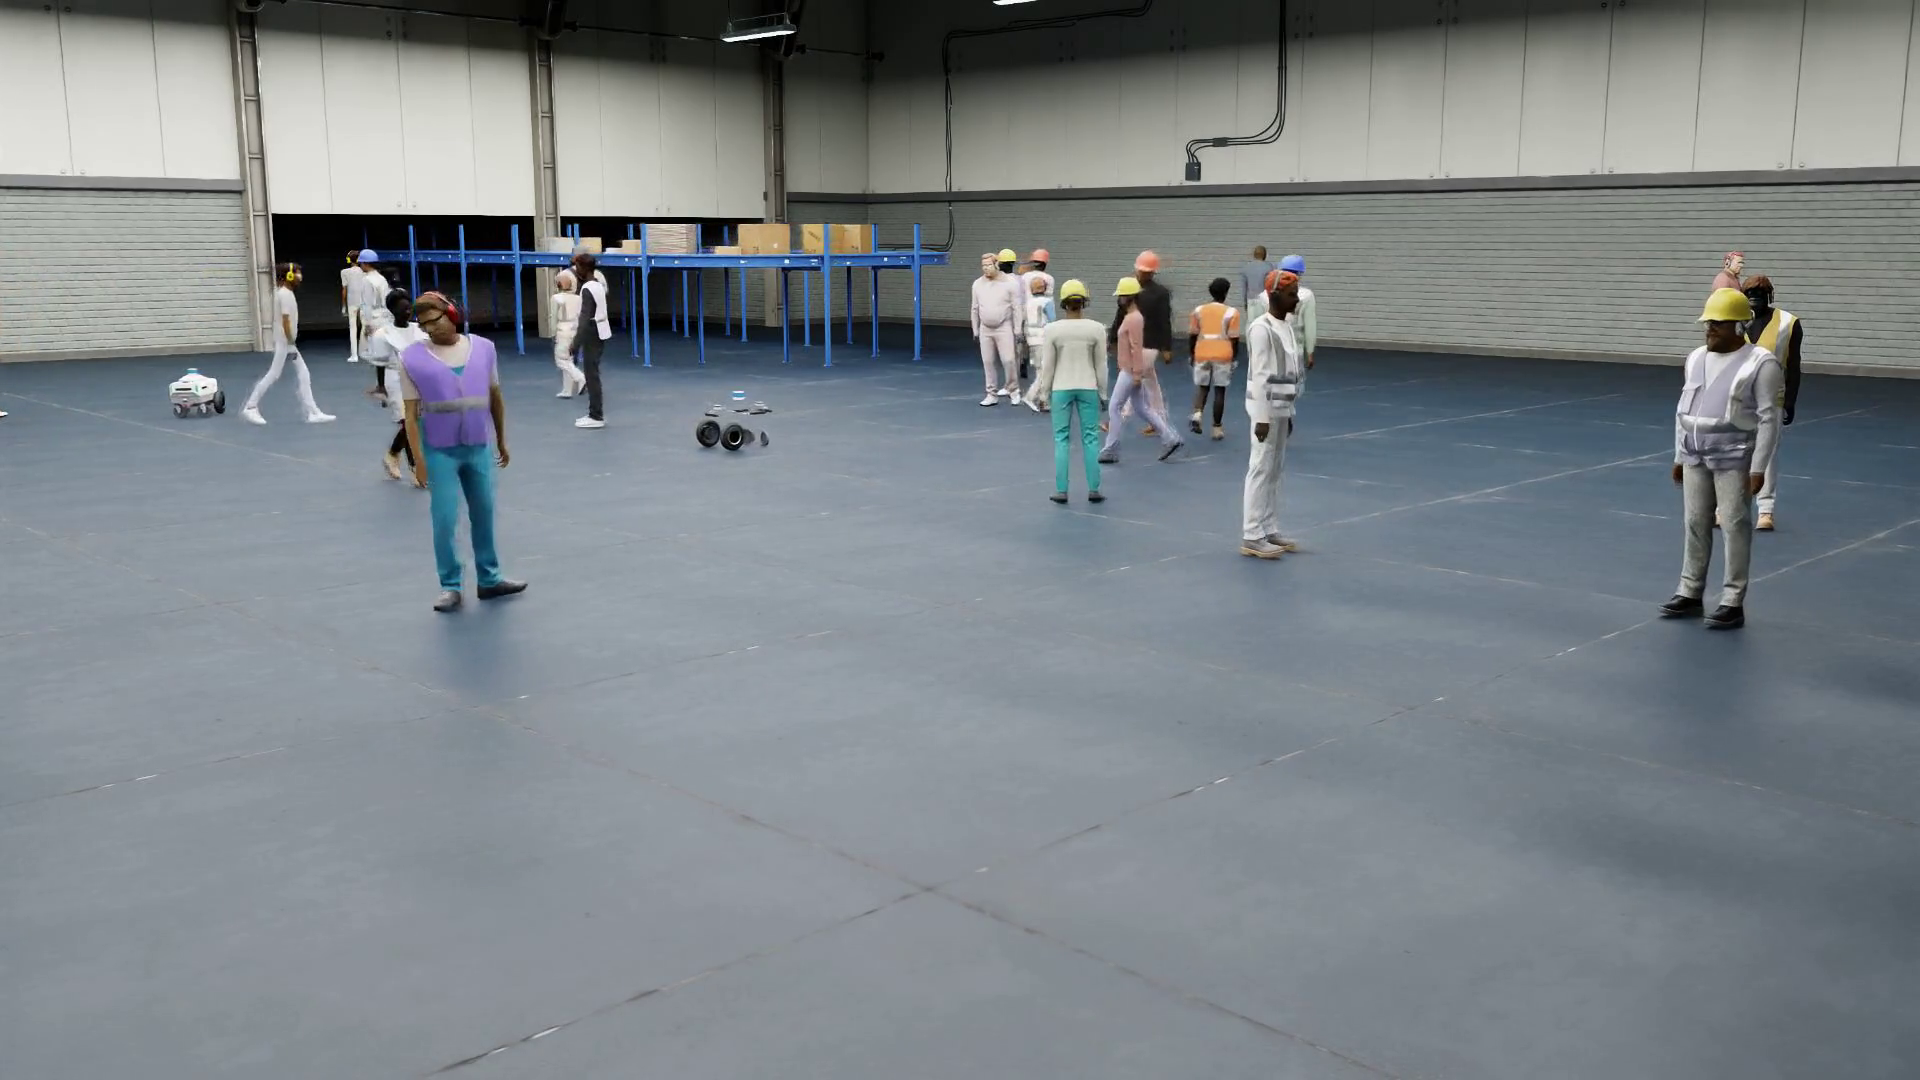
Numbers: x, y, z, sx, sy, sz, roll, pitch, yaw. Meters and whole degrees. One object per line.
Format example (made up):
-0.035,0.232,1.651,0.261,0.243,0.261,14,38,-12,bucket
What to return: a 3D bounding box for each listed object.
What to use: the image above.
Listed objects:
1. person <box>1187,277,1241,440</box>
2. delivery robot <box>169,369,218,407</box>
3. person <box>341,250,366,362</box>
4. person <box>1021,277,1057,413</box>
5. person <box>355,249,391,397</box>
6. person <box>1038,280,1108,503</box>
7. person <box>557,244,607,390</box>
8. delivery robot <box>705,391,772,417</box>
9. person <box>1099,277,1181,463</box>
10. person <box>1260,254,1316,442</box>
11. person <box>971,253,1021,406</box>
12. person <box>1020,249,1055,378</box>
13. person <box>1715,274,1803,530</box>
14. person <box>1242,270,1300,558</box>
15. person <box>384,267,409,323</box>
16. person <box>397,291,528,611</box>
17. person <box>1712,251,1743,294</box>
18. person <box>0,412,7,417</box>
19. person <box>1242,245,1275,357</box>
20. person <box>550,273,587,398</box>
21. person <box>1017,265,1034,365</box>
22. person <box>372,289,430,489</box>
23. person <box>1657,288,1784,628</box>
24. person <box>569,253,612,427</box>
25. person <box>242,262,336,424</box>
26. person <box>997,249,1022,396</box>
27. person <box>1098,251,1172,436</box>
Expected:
2.625,-1.879,17.252,0.576,1.674,0.435,5,12,26,person
-9.061,-1.783,19.666,0.477,0.478,0.707,-1,11,-6,delivery robot
-10.142,-3.931,27.970,0.515,1.862,0.313,-8,13,-38,person
0.956,-2.328,19.876,0.489,1.611,0.590,-6,12,-32,person
-7.665,-2.841,21.814,0.464,1.930,0.638,0,10,3,person
0.928,-1.178,13.250,0.608,1.759,0.343,-1,10,-7,person
-5.229,-3.084,22.960,0.694,2.000,1.017,-4,11,-21,person
-2.230,-1.382,16.772,0.698,0.223,0.335,-9,14,-42,delivery robot
1.646,-1.582,15.496,0.850,1.733,0.535,1,10,4,person
3.299,-1.930,16.864,0.654,1.922,0.563,7,13,35,person
0.446,-2.605,20.649,0.670,1.891,0.434,5,12,26,person
1.103,-3.241,24.034,0.558,1.918,0.553,6,12,31,person
5.726,-1.000,12.059,0.629,1.838,0.429,5,12,27,person
2.073,-0.842,11.045,0.337,1.883,0.584,5,12,27,person
-7.923,-2.963,23.175,0.567,1.683,0.540,5,12,27,person
-2.816,-0.516,9.492,0.749,1.804,0.406,-9,14,-41,person
9.843,-2.737,21.335,0.401,1.904,0.641,7,12,33,person
-11.486,-2.389,19.420,0.636,1.910,0.406,8,13,38,person
5.209,-4.170,29.050,0.633,1.938,0.358,9,14,40,person
-5.048,-2.635,21.539,0.568,1.623,0.509,6,12,28,person
1.056,-3.686,27.239,0.498,1.633,0.284,0,10,3,person
-4.752,-1.301,14.147,0.806,1.670,0.527,7,13,34,person
4.127,-0.450,9.059,0.404,1.827,0.599,-5,12,-26,person
-4.104,-2.217,18.475,0.449,1.914,0.610,-1,10,-5,person
-7.685,-2.227,18.821,0.968,1.812,0.611,-3,11,-17,person
0.631,-2.876,22.019,0.370,1.927,0.588,3,11,18,person
1.816,-2.028,17.344,1.018,1.926,0.716,-6,12,-29,person
